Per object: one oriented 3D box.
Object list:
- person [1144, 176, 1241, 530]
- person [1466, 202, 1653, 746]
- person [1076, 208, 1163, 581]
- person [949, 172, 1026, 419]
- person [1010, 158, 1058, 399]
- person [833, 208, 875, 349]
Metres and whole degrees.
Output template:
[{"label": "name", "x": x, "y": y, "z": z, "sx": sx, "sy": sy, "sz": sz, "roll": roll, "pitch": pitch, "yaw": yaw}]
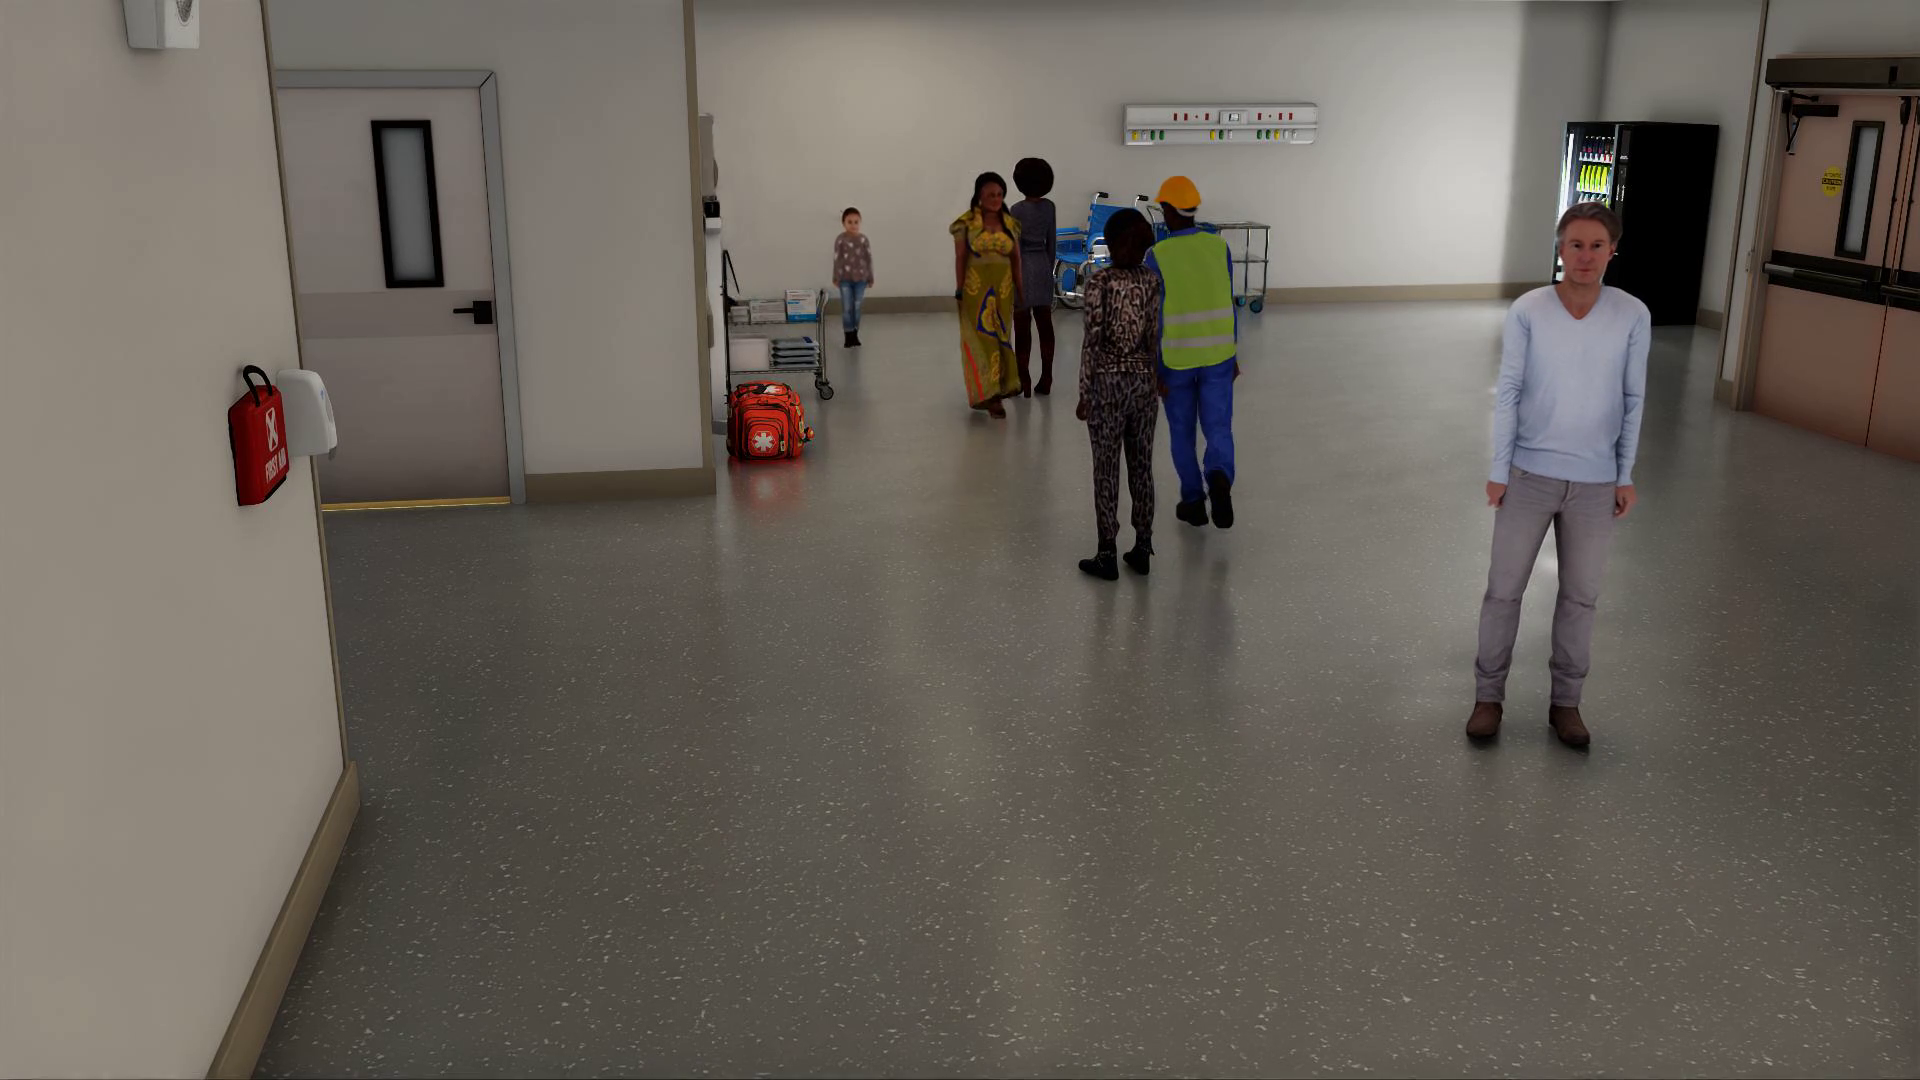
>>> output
[{"label": "person", "x": 1.190, "y": -0.891, "z": 8.345, "sx": 0.724, "sy": 1.787, "sz": 0.941, "roll": -1, "pitch": 16, "yaw": -2}, {"label": "person", "x": 2.075, "y": -0.219, "z": 5.764, "sx": 0.732, "sy": 1.893, "sz": 0.710, "roll": 4, "pitch": 16, "yaw": 12}, {"label": "person", "x": 0.747, "y": -0.666, "z": 7.702, "sx": 0.640, "sy": 1.702, "sz": 0.649, "roll": -7, "pitch": 17, "yaw": -25}, {"label": "person", "x": 0.161, "y": -1.682, "z": 11.460, "sx": 0.978, "sy": 1.617, "sz": 1.351, "roll": -8, "pitch": 18, "yaw": -26}, {"label": "person", "x": 0.523, "y": -1.900, "z": 12.063, "sx": 0.651, "sy": 1.710, "sz": 0.642, "roll": -10, "pitch": 19, "yaw": -32}, {"label": "person", "x": -0.930, "y": -2.254, "z": 14.290, "sx": 0.490, "sy": 1.182, "sz": 0.596, "roll": -3, "pitch": 16, "yaw": -12}]
